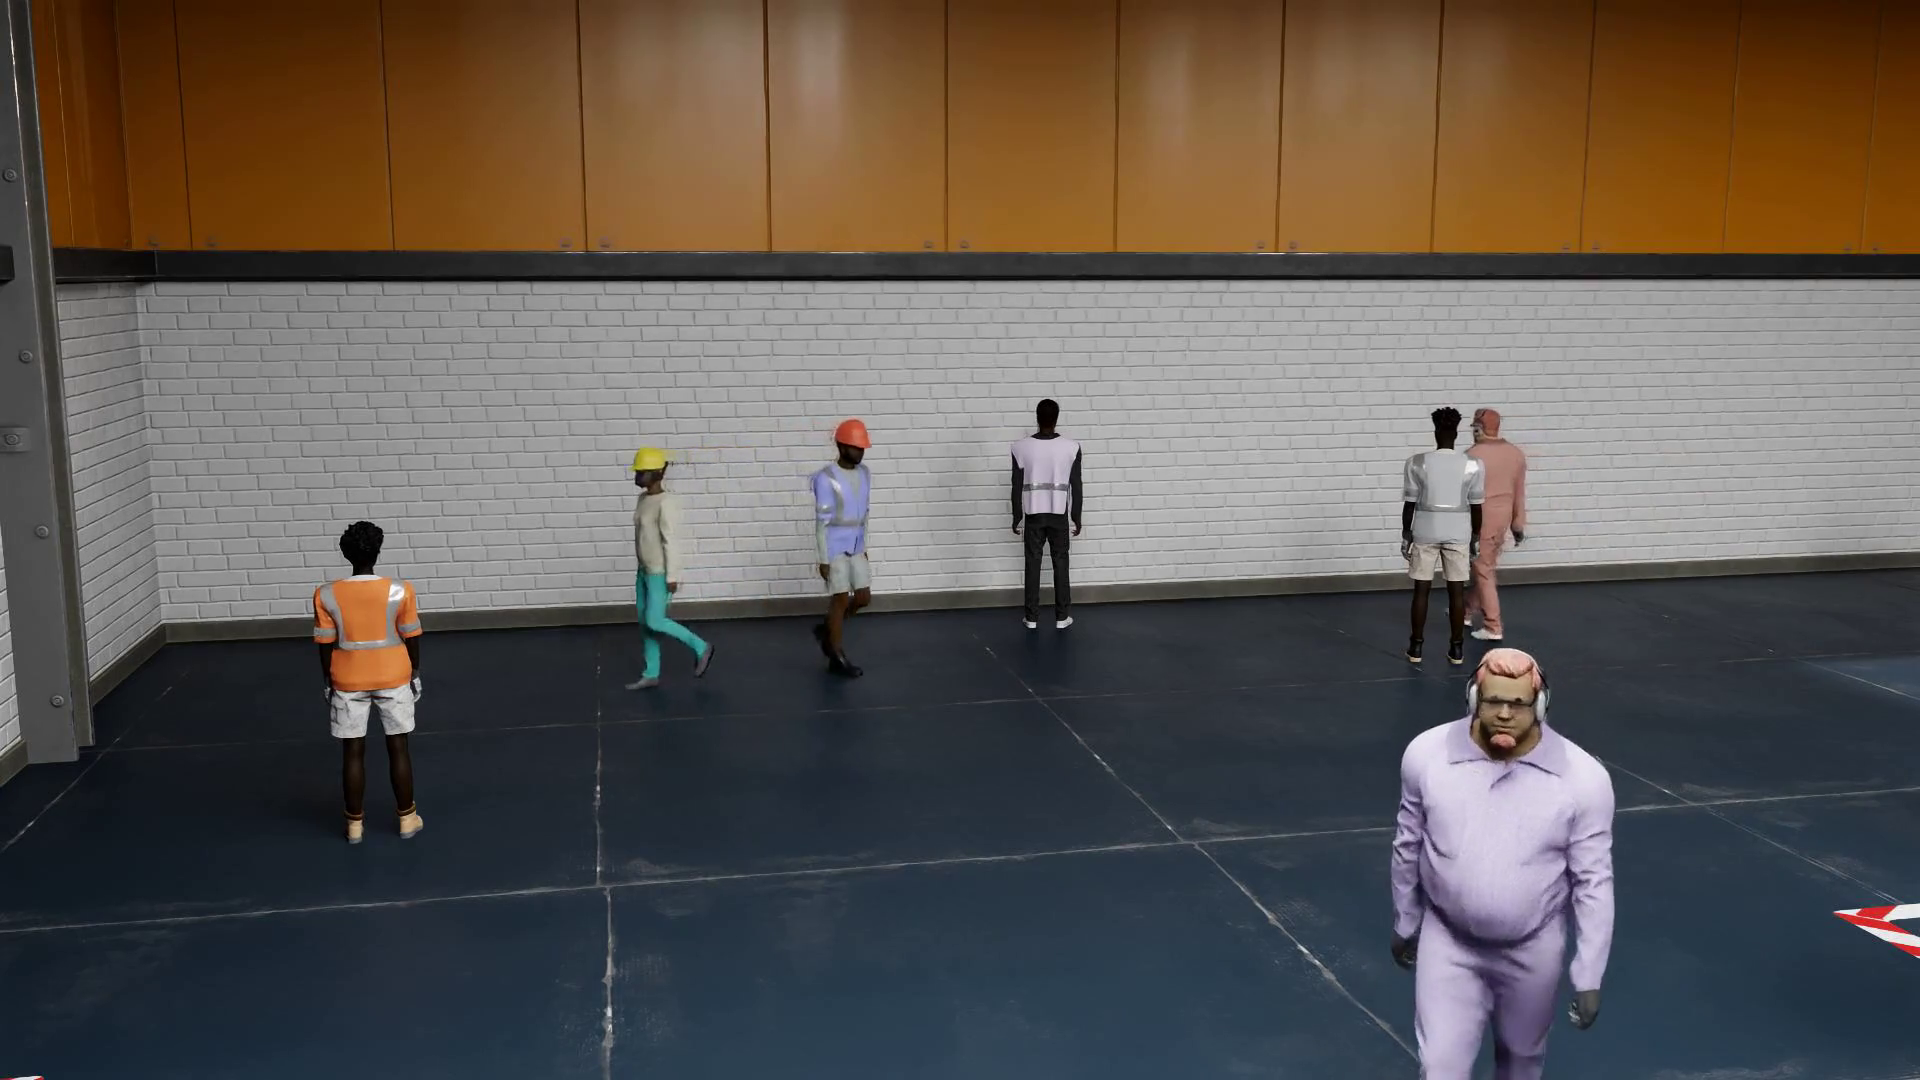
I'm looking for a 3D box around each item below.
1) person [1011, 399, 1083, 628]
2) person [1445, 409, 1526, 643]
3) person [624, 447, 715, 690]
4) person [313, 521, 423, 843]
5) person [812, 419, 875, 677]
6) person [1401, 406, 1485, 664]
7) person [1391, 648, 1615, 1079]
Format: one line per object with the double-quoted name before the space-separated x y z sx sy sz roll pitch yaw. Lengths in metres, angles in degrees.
"person" 0.724 -0.213 13.847 0.596 1.918 0.385 1 9 4
"person" 4.227 -0.141 13.595 0.664 1.859 0.900 -4 10 -25
"person" -2.111 0.202 11.835 0.554 1.752 0.530 -5 11 -29
"person" -3.076 0.743 8.694 0.535 1.697 0.318 -2 10 -15
"person" -0.870 0.053 12.248 0.588 1.912 0.598 7 12 37
"person" 3.656 -0.034 12.638 0.607 1.958 0.372 2 10 11
"person" 1.629 1.254 5.081 0.670 1.855 0.975 4 10 23
